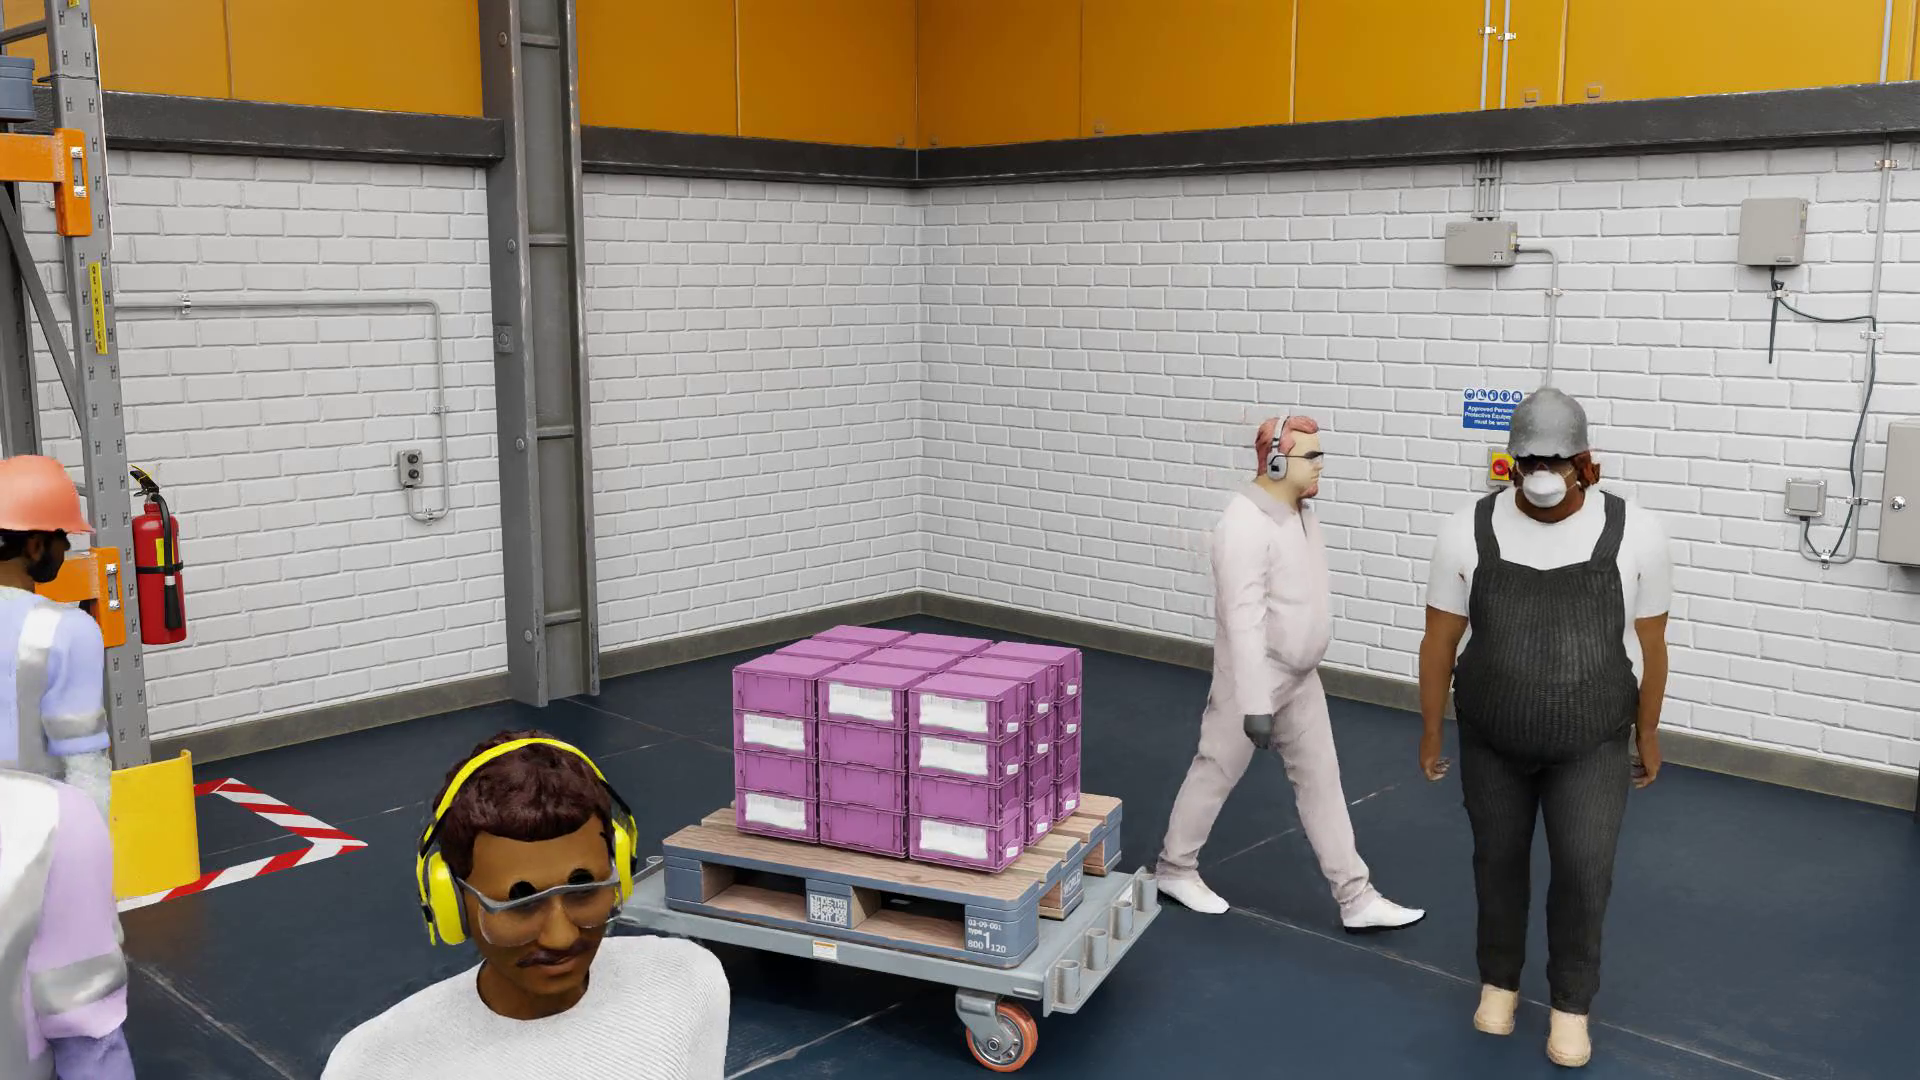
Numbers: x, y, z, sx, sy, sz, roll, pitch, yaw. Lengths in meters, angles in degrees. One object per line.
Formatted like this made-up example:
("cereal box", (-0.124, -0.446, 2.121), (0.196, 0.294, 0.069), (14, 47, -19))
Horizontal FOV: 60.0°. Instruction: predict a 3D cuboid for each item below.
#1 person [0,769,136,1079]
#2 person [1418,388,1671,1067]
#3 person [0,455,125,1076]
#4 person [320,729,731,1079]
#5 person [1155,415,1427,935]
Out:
("person", (-1.524, 0.977, 2.396), (0.622, 2.017, 0.673), (-5, 11, -29))
("person", (1.715, 0.545, 4.969), (0.712, 2.000, 0.647), (4, 10, 23))
("person", (-2.349, 0.756, 4.089), (0.567, 1.918, 0.564), (1, 9, 8))
("person", (-0.461, 1.122, 2.003), (0.567, 1.848, 0.513), (-5, 11, -30))
("person", (1.136, 0.486, 5.898), (1.017, 1.854, 0.665), (7, 11, 36))
